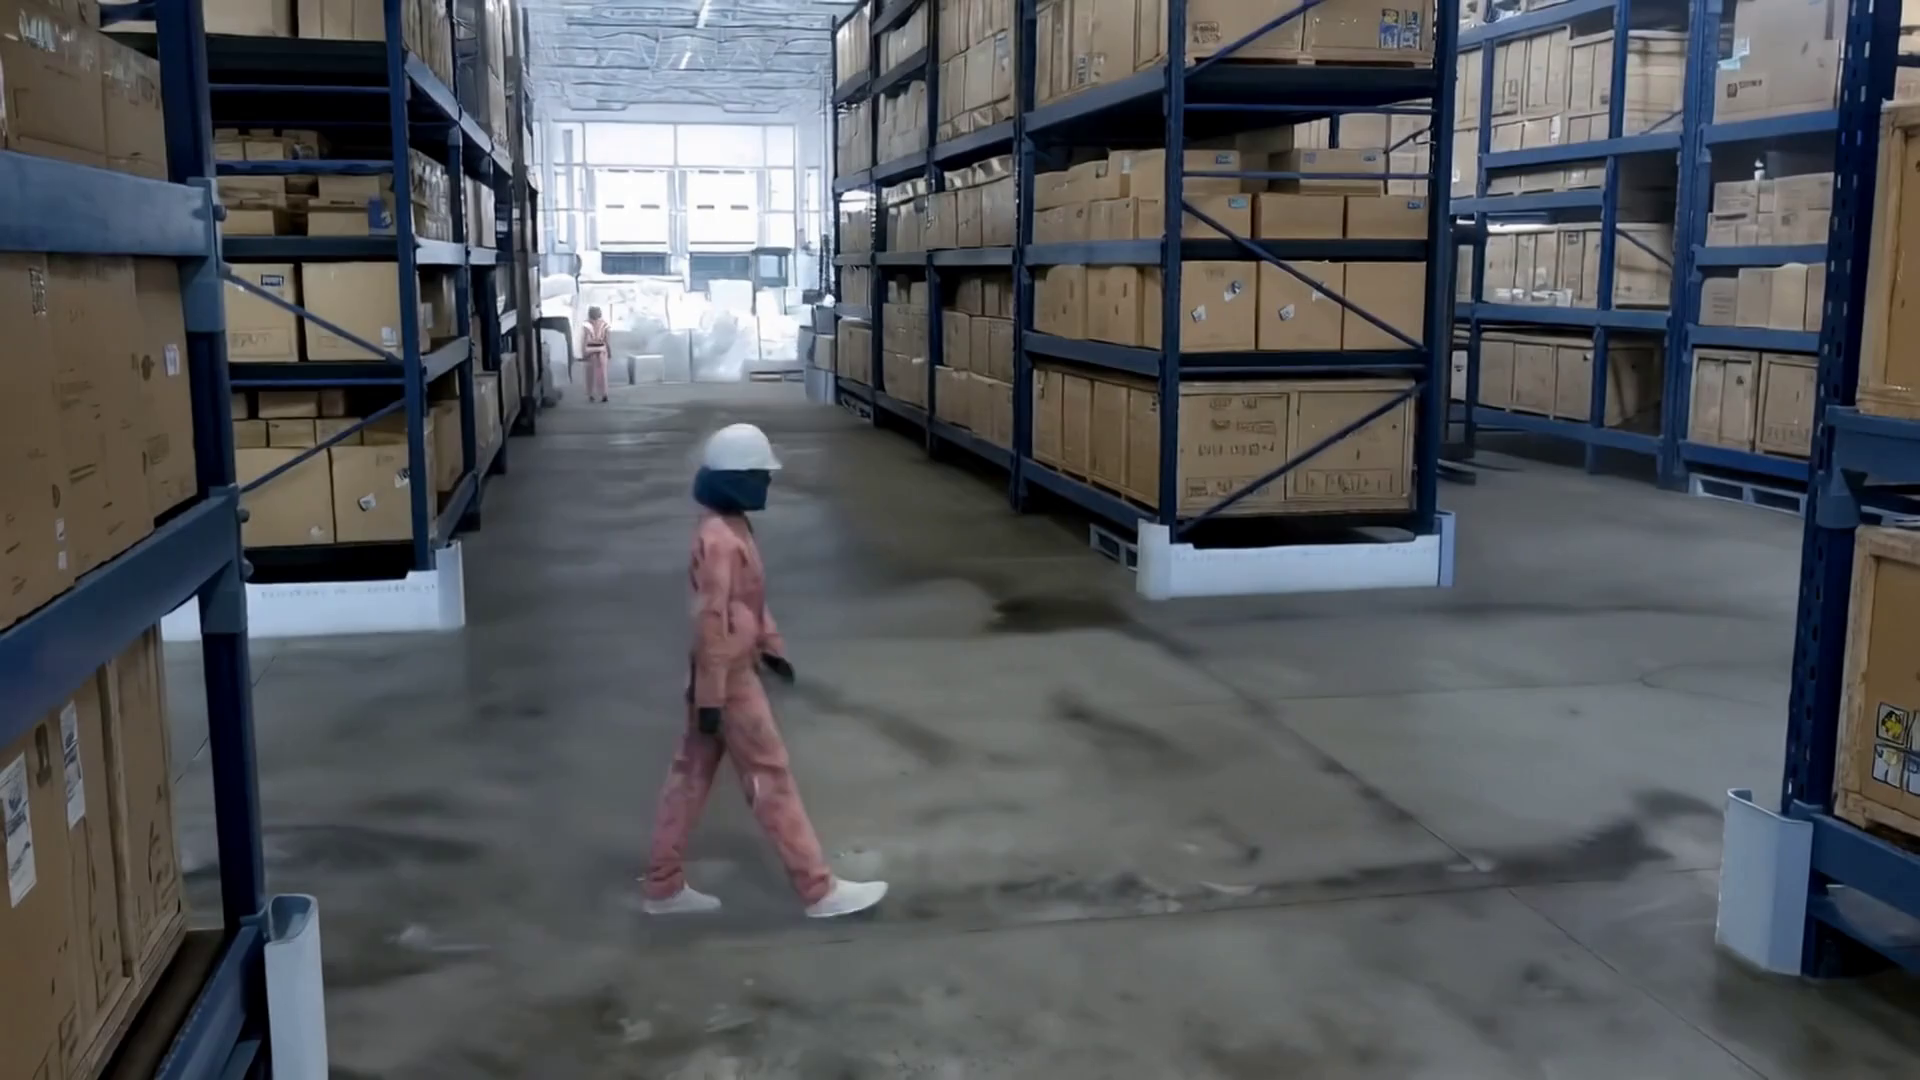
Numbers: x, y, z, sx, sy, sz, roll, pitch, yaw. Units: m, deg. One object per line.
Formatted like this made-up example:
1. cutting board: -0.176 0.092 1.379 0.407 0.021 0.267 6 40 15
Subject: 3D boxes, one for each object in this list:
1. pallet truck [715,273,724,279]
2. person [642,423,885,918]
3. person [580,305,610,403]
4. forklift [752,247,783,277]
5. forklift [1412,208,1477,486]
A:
1. pallet truck: -8.580 -8.986 62.280 1.885 1.965 0.823 1 9 5
2. person: -0.689 0.459 5.611 0.874 1.701 0.500 -1 9 -8
3. person: -6.015 -3.066 27.400 0.504 1.603 0.836 -3 10 -20
4. forklift: -5.819 -7.508 50.585 1.129 2.768 1.873 -3 10 -18
5. forklift: 4.426 -2.033 17.213 1.129 2.768 1.873 -2 10 -12
